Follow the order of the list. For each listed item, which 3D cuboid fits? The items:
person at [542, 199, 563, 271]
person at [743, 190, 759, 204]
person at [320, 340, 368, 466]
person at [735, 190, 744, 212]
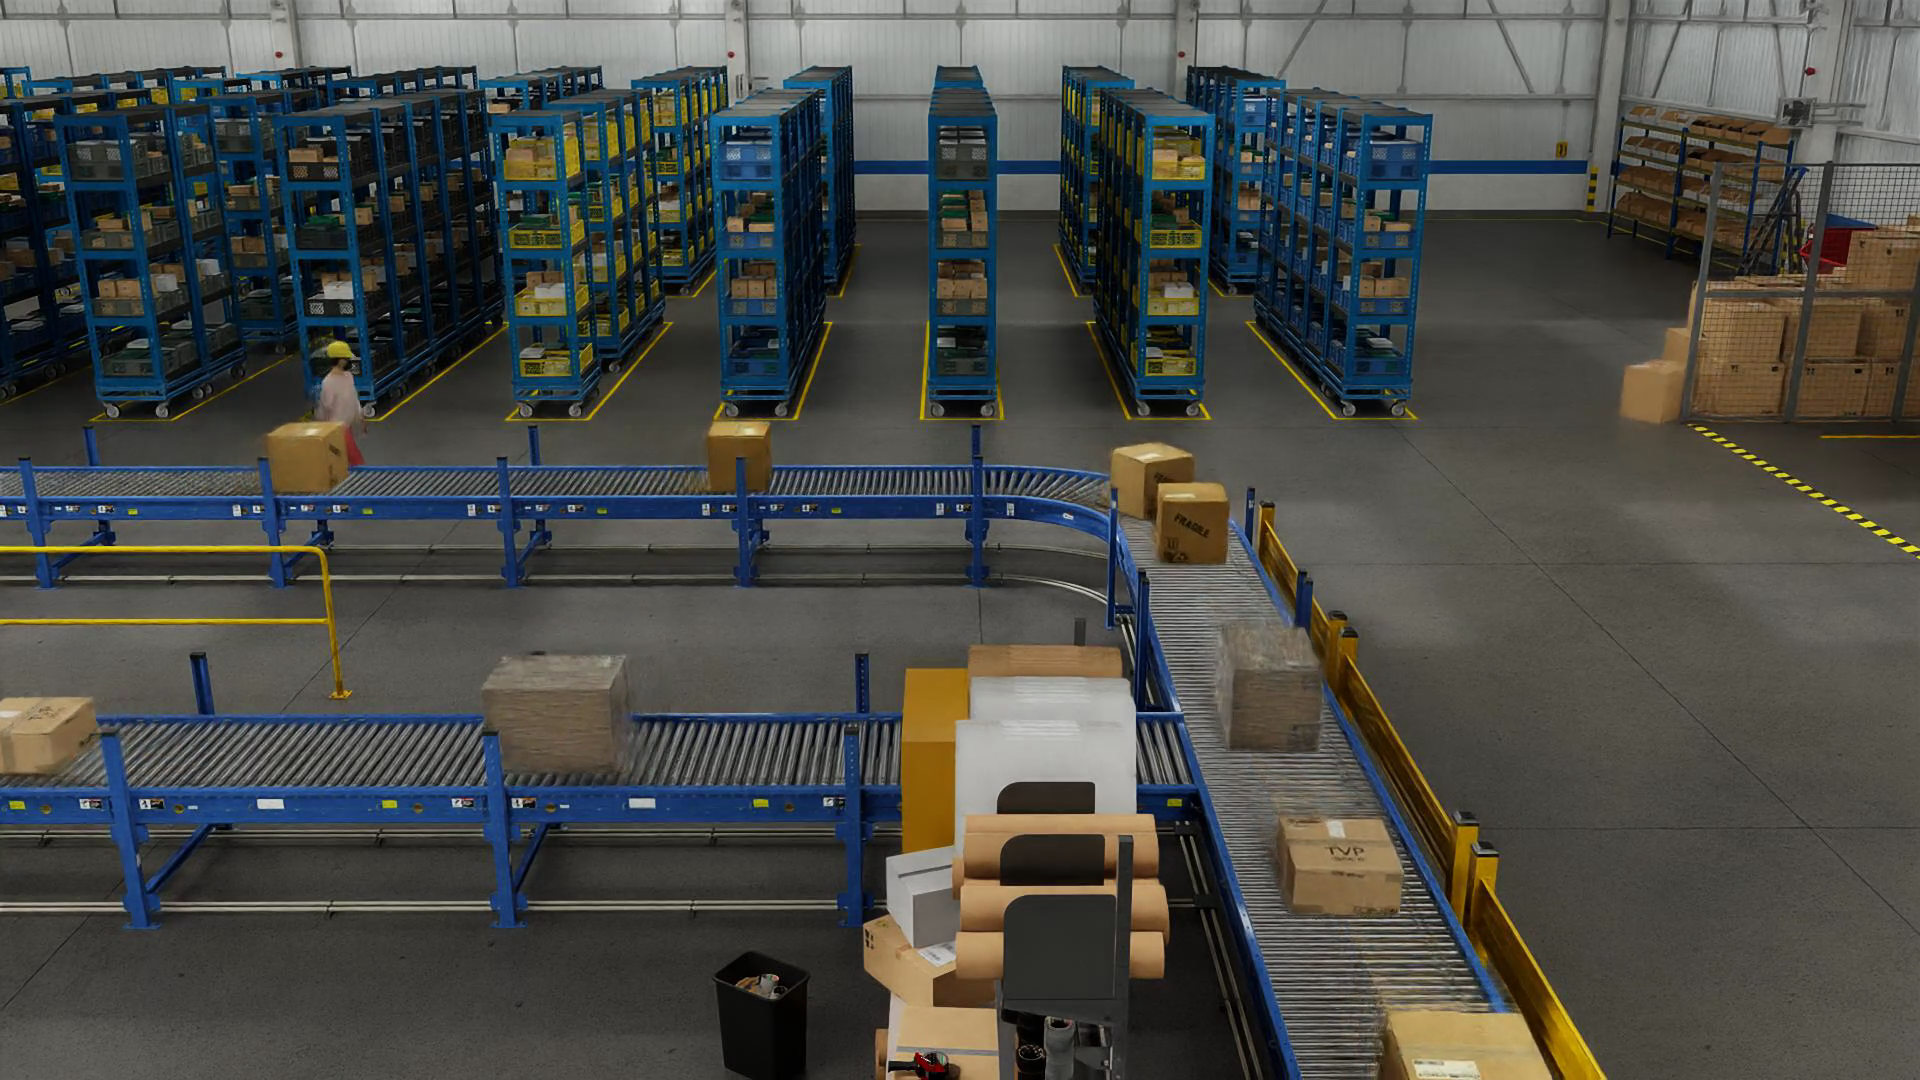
[{"bbox_3d":[-6.460,-4.578,26.792,0.586,1.822,0.403,-6,19,-17],"label":"person"},{"bbox_3d":[-3.859,-5.908,30.640,0.413,1.987,0.612,-5,19,-15],"label":"person"},{"bbox_3d":[-6.072,-1.111,16.282,0.916,1.719,0.530,1,18,2],"label":"person"},{"bbox_3d":[-4.777,-7.491,35.825,0.992,1.785,0.576,-1,18,-3],"label":"person"}]
